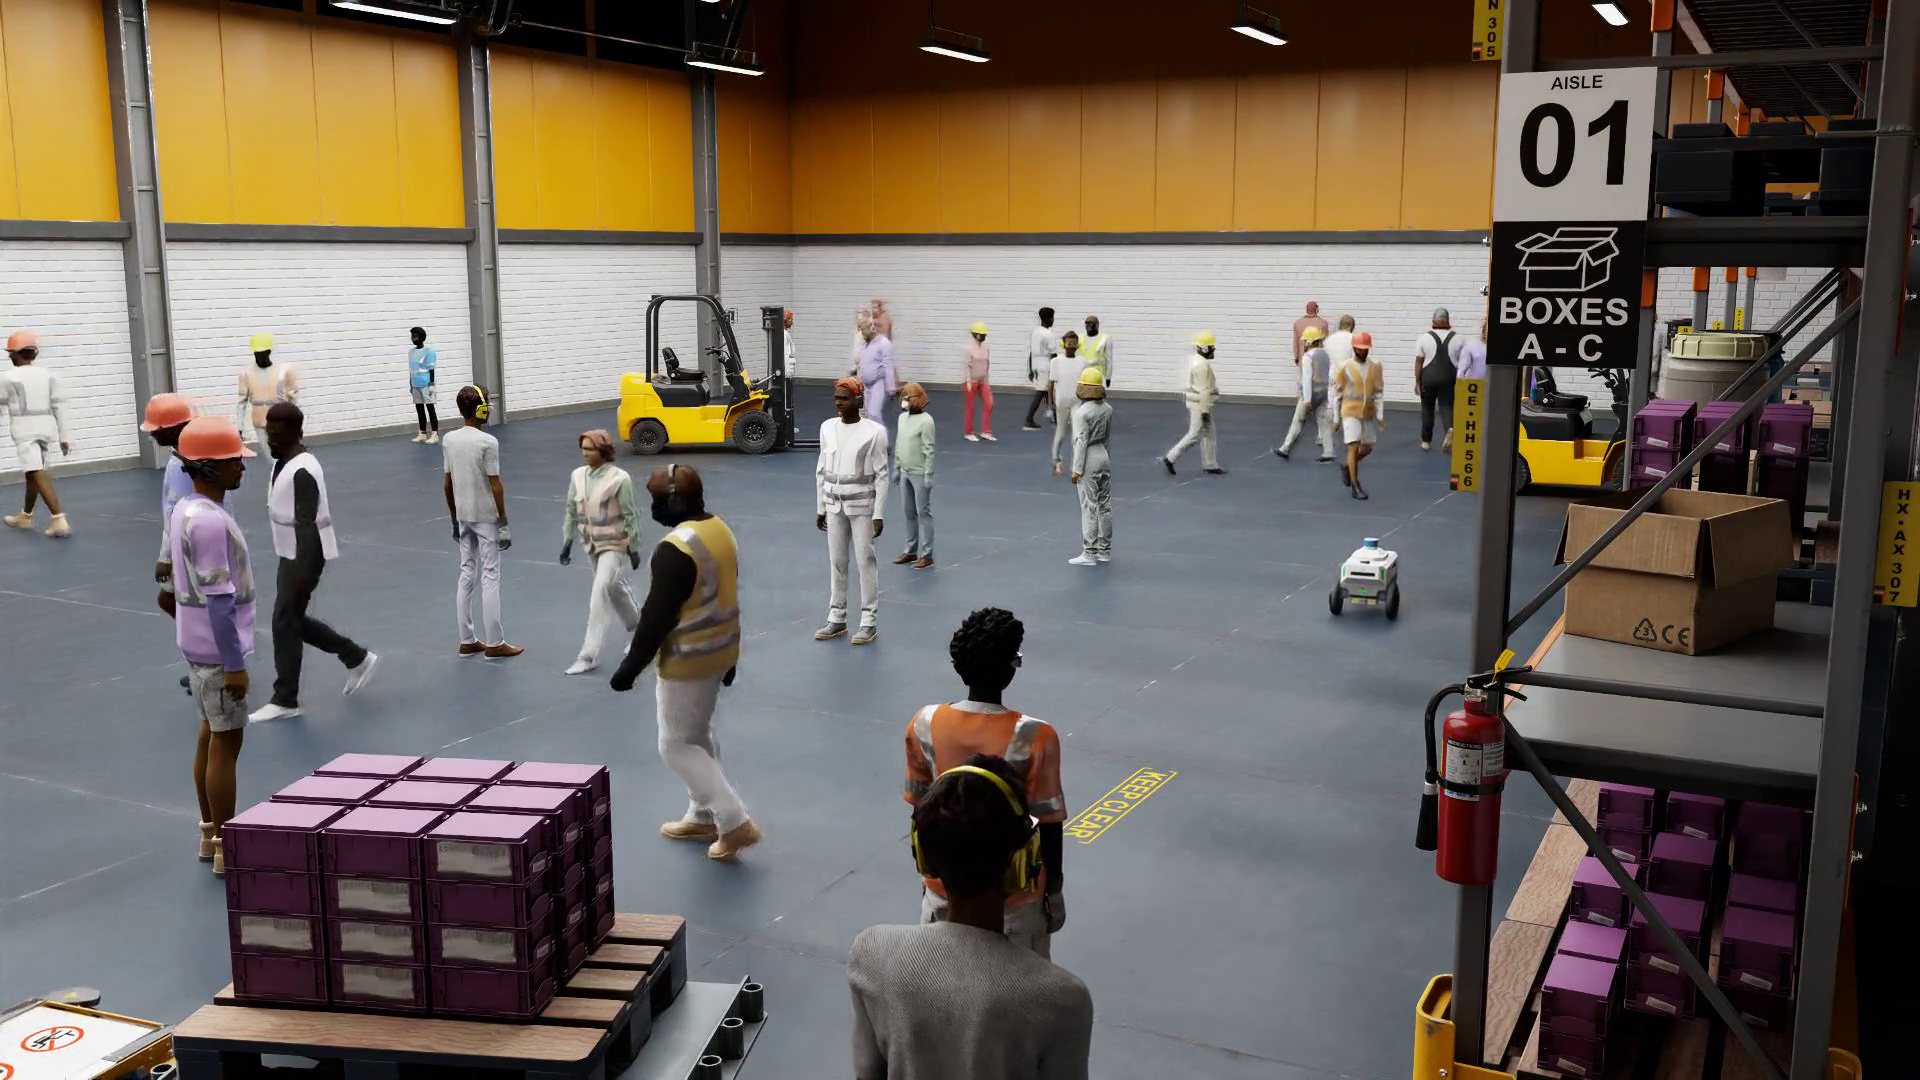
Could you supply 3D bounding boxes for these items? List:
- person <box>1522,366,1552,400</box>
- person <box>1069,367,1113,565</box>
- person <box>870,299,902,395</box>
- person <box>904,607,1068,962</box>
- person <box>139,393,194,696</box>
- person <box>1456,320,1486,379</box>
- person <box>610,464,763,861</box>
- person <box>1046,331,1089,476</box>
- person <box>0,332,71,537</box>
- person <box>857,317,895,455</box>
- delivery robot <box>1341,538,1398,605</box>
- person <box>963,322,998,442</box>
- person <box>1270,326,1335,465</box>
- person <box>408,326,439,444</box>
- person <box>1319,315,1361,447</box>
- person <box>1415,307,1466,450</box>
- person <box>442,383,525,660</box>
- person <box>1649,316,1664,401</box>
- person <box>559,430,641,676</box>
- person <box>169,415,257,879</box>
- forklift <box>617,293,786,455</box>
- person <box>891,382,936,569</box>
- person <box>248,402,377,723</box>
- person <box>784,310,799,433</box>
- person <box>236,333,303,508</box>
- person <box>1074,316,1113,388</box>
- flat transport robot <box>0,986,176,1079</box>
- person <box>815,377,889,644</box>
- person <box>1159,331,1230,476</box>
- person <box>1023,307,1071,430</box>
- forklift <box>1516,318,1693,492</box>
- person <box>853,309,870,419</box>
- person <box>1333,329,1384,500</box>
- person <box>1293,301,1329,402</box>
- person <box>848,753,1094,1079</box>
[{"bbox_3d":[7.606,-1.956,21.980,0.563,1.839,0.393,-5,11,-29],"label":"person"},{"bbox_3d":[1.151,-0.649,14.689,0.299,1.745,0.483,8,13,39],"label":"person"},{"bbox_3d":[-1.540,-3.700,32.052,0.997,1.855,0.671,-5,11,-28],"label":"person"},{"bbox_3d":[0.086,1.041,5.046,0.533,1.697,0.318,5,11,27],"label":"person"},{"bbox_3d":[-4.735,0.043,10.230,0.508,1.902,0.551,-4,11,-22],"label":"person"},{"bbox_3d":[6.812,-1.971,21.917,0.749,1.890,0.831,0,10,2],"label":"person"},{"bbox_3d":[-1.184,0.556,7.504,0.599,1.814,0.640,2,10,11],"label":"person"},{"bbox_3d":[1.302,-1.632,20.168,0.549,1.828,0.979,-2,10,-10],"label":"person"},{"bbox_3d":[-9.043,-1.023,16.197,1.083,1.989,0.612,4,11,23],"label":"person"},{"bbox_3d":[-1.177,-2.045,22.370,0.558,1.878,0.667,-8,12,-38],"label":"person"},{"bbox_3d":[3.146,0.230,12.770,0.477,0.478,0.707,4,11,22],"label":"delivery robot"},{"bbox_3d":[0.297,-2.284,24.121,0.545,1.741,0.642,-8,13,-39],"label":"person"},{"bbox_3d":[4.528,-1.883,21.693,0.932,1.783,0.621,10,14,44],"label":"person"},{"bbox_3d":[-7.753,-2.228,23.988,0.536,1.694,0.320,6,12,32],"label":"person"},{"bbox_3d":[5.439,-2.255,23.636,0.666,1.876,1.017,9,14,43],"label":"person"},{"bbox_3d":[6.661,-2.248,23.089,0.689,2.000,0.797,1,10,7],"label":"person"},{"bbox_3d":[-3.251,-0.122,11.277,0.508,1.872,0.328,5,11,27],"label":"person"},{"bbox_3d":[10.630,-2.612,25.616,0.554,1.908,0.884,-3,10,-19],"label":"person"},{"bbox_3d":[-2.365,0.045,11.137,0.527,1.597,0.881,7,12,33],"label":"person"},{"bbox_3d":[-3.254,0.467,7.361,0.377,2.045,0.605,-6,12,-33],"label":"person"},{"bbox_3d":[-3.588,-2.317,23.042,2.313,2.155,1.214,-1,10,-5],"label":"forklift"},{"bbox_3d":[-0.399,-0.570,14.553,0.279,1.631,0.500,-7,12,-36],"label":"person"},{"bbox_3d":[-3.912,0.114,9.871,0.739,1.884,0.616,-7,12,-33],"label":"person"},{"bbox_3d":[-2.686,-2.583,25.474,0.356,1.887,0.573,-3,10,-16],"label":"person"},{"bbox_3d":[-7.386,-1.241,17.681,0.621,1.883,0.922,0,10,-2],"label":"person"},{"bbox_3d":[1.943,-2.472,25.094,0.643,1.789,0.975,6,11,29],"label":"person"},{"bbox_3d":[-3.039,1.756,5.025,0.652,0.197,1.431,4,10,20],"label":"flat transport robot"},{"bbox_3d":[-0.775,-0.208,11.739,0.572,1.883,0.356,5,11,29],"label":"person"},{"bbox_3d":[2.889,-1.664,20.421,0.821,1.807,0.603,0,10,3],"label":"person"},{"bbox_3d":[1.361,-2.672,25.926,0.980,1.910,0.614,-5,11,-25],"label":"person"},{"bbox_3d":[7.066,-1.601,18.899,2.313,2.155,1.214,5,11,27],"label":"forklift"},{"bbox_3d":[-1.509,-2.741,26.479,0.399,1.859,0.695,-2,10,-9],"label":"person"},{"bbox_3d":[4.456,-1.431,18.754,0.547,1.908,0.738,-2,10,-12],"label":"person"},{"bbox_3d":[6.152,-3.222,29.104,0.642,1.913,0.410,5,11,27],"label":"person"},{"bbox_3d":[0.044,1.299,3.037,0.508,1.876,0.328,5,11,27],"label":"person"}]
